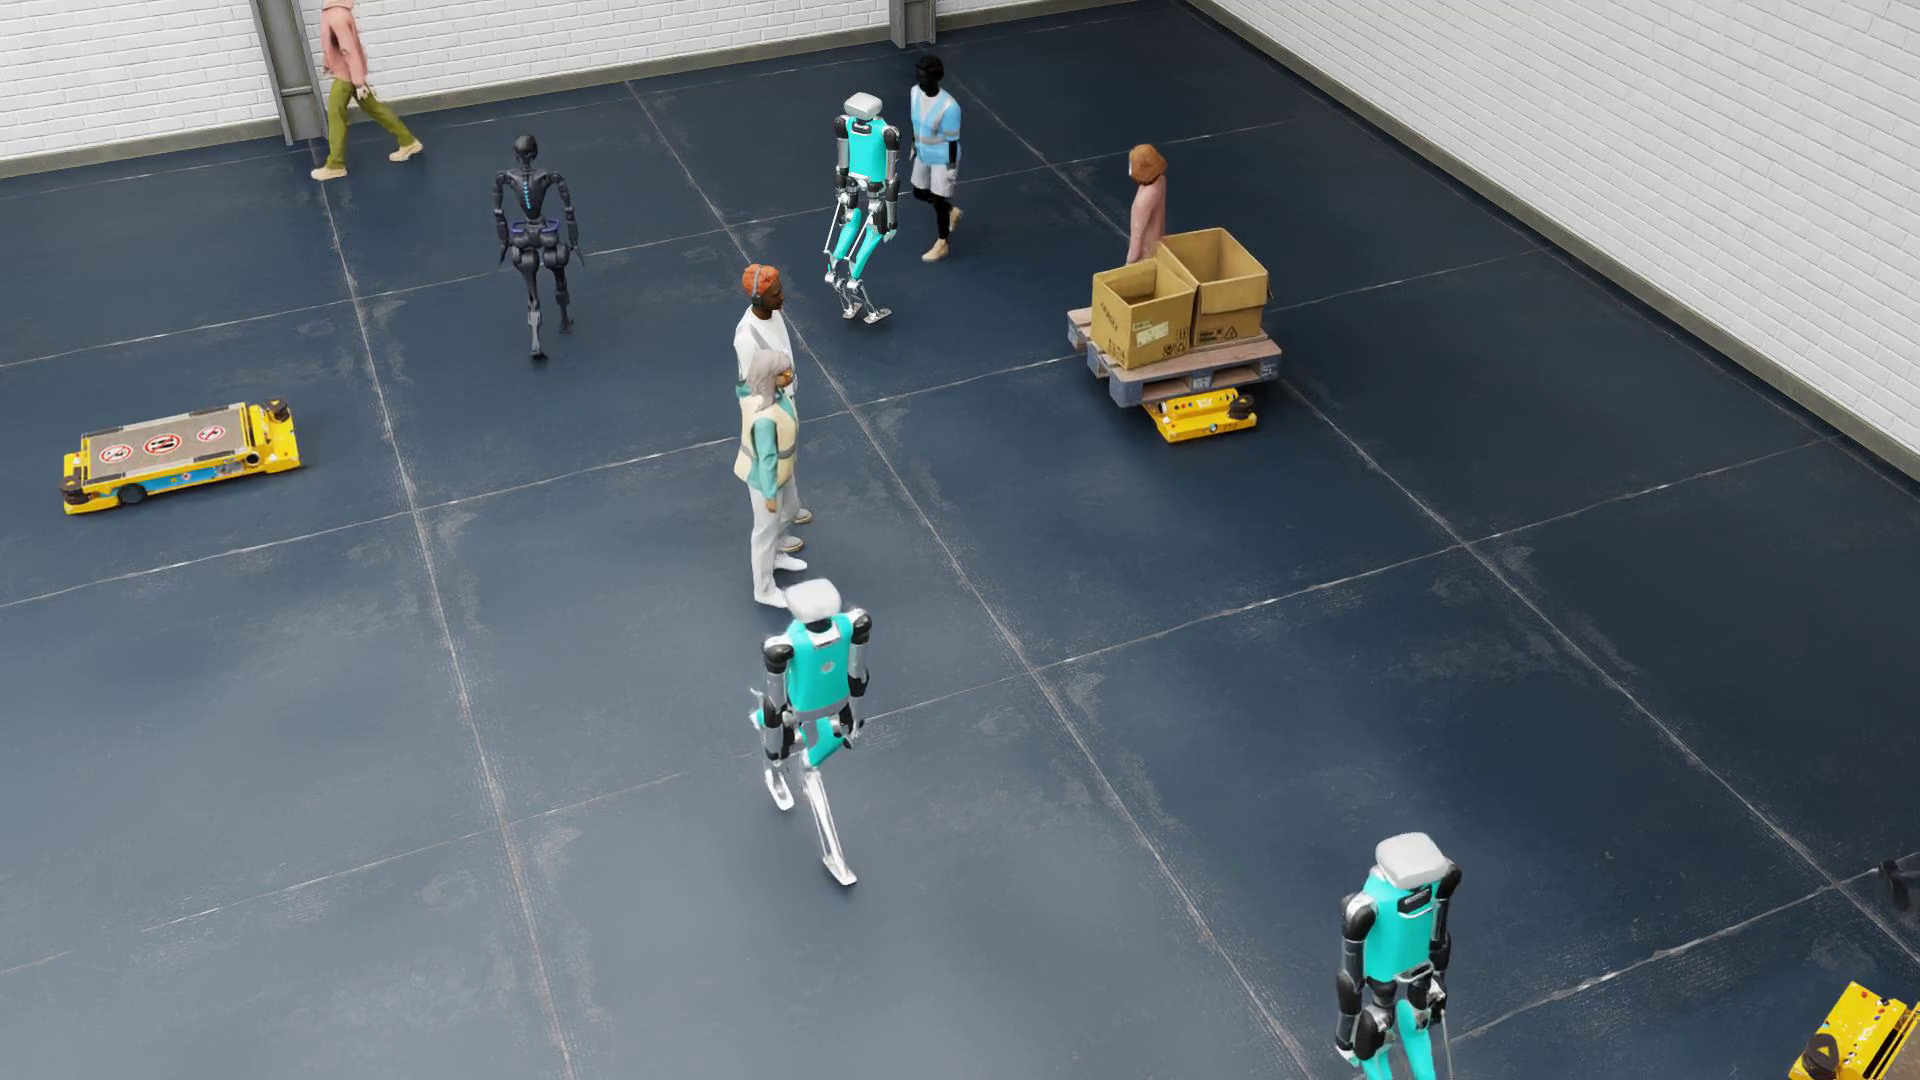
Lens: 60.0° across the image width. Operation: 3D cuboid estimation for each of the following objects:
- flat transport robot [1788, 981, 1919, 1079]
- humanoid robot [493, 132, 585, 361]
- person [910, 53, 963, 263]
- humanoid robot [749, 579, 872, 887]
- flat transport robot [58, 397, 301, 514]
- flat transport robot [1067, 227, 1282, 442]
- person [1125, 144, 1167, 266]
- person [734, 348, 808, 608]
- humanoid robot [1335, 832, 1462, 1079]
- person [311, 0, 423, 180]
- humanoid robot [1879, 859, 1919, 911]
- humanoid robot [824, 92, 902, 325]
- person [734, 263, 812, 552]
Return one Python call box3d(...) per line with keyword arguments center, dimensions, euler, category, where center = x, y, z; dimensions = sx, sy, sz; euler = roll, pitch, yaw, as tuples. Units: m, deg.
box3d(center=(4.378, 2.471, 7.058), dimensions=(1.431, 0.231, 0.659), euler=(31, 47, 34), category="flat transport robot")
box3d(center=(-3.021, -2.095, 11.894), dimensions=(0.613, 1.651, 0.747), euler=(-2, 38, -3), category="humanoid robot")
box3d(center=(-0.152, -3.027, 13.049), dimensions=(0.460, 1.675, 0.556), euler=(-29, 46, -32), category="person")
box3d(center=(-0.800, 0.795, 8.076), dimensions=(0.540, 1.772, 1.035), euler=(-20, 42, -24), category="humanoid robot")
box3d(center=(-5.161, -0.567, 11.011), dimensions=(1.431, 0.231, 0.659), euler=(-14, 40, -18), category="flat transport robot")
box3d(center=(1.505, -1.193, 11.827), dimensions=(0.659, 0.231, 1.431), euler=(-12, 39, -15), category="flat transport robot")
box3d(center=(1.312, -2.071, 11.854), dimensions=(0.379, 1.611, 0.553), euler=(13, 39, 16), category="person")
box3d(center=(-1.100, -0.366, 9.577), dimensions=(0.369, 1.705, 0.496), euler=(3, 38, 3), category="person")
box3d(center=(1.797, 1.997, 6.480), dimensions=(0.530, 1.786, 0.797), euler=(-19, 41, -23), category="humanoid robot")
box3d(center=(-5.231, -4.022, 14.264), dimensions=(0.962, 1.793, 0.521), euler=(-12, 39, -16), category="person")
box3d(center=(4.740, 1.138, 7.647), dimensions=(0.610, 1.646, 0.430), euler=(-28, 45, -31), category="humanoid robot")
box3d(center=(-0.775, -2.307, 11.962), dimensions=(0.533, 1.677, 0.735), euler=(20, 42, 24), category="humanoid robot")
box3d(center=(-1.132, -0.800, 9.992), dimensions=(0.356, 1.882, 0.572), euler=(5, 38, 7), category="person")
